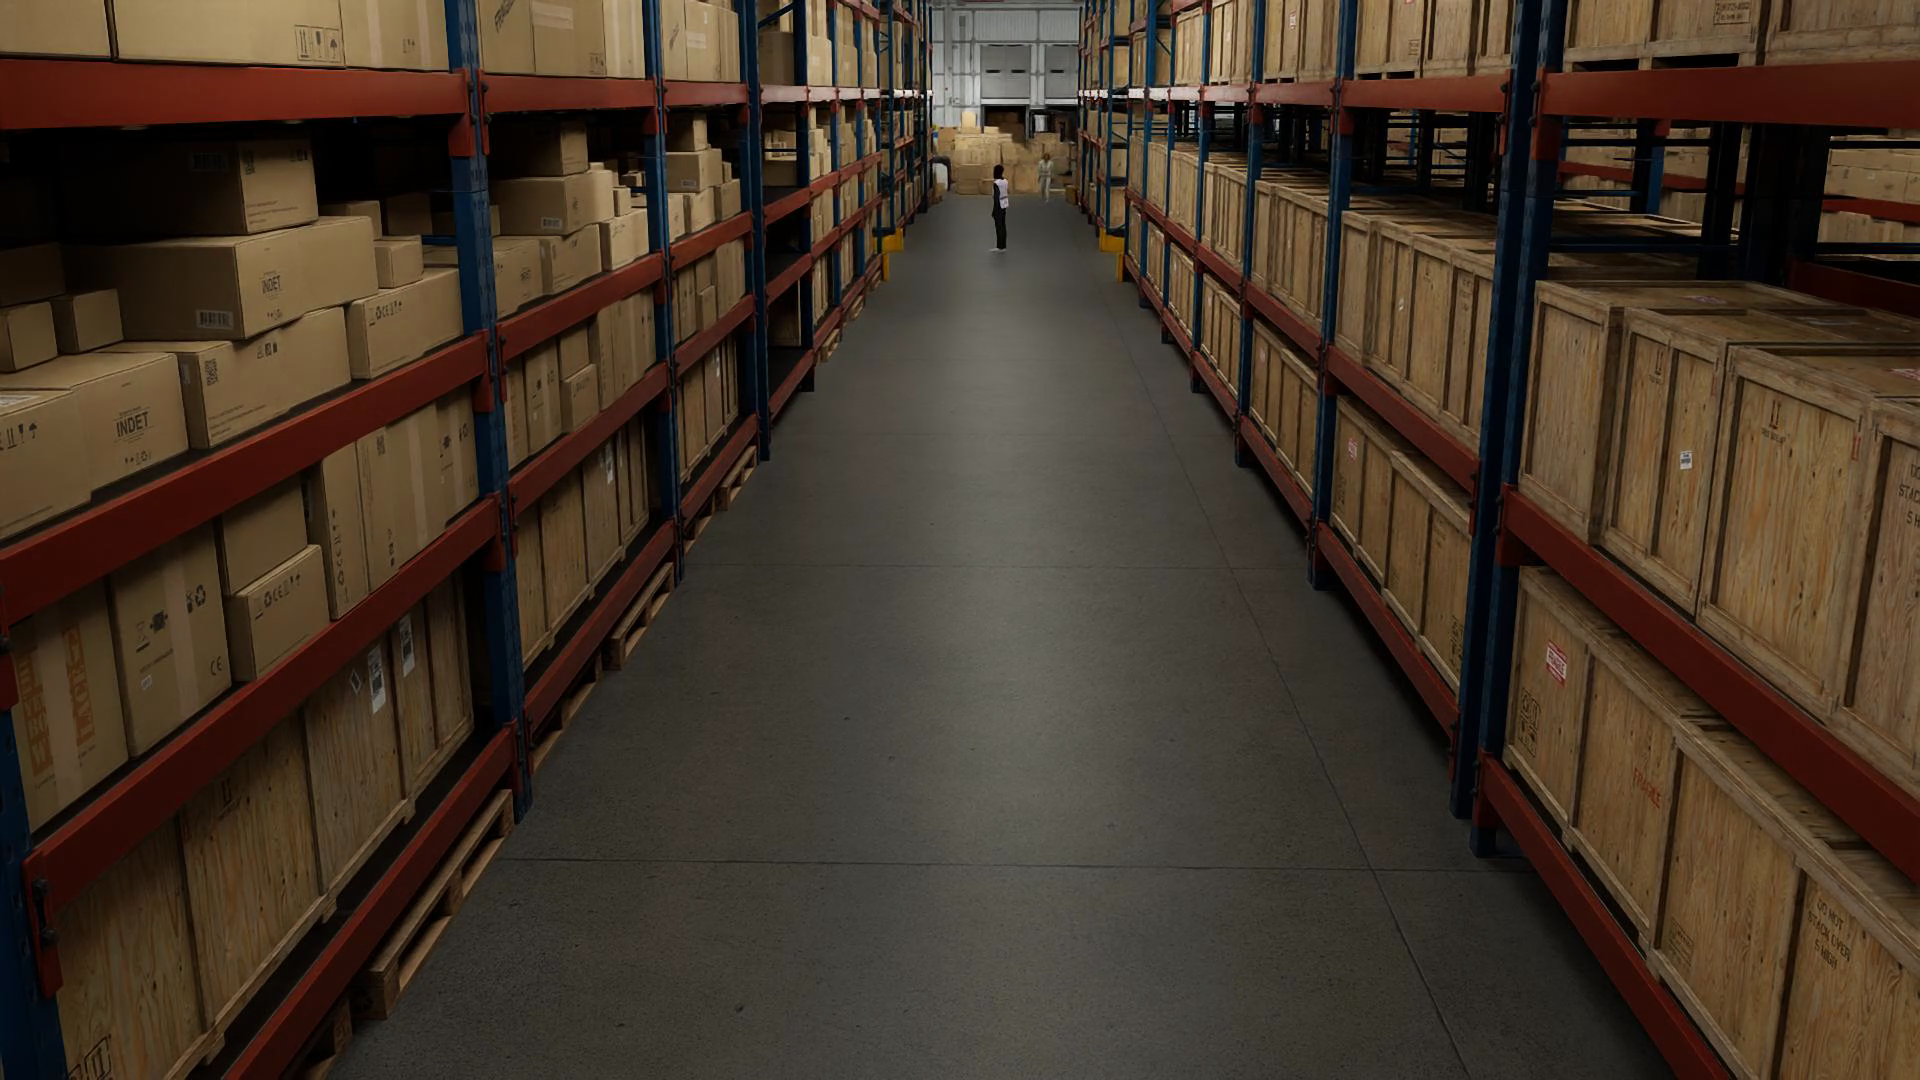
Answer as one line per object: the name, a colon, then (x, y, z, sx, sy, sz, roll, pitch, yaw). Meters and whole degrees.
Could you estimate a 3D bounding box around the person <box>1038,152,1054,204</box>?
person: (2.744, -11.581, 53.247, 0.539, 1.623, 0.362, 3, 15, 10)

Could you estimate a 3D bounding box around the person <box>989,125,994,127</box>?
person: (1.556, -19.415, 81.817, 0.372, 1.940, 0.631, -1, 15, -4)

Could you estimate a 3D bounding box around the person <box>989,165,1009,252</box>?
person: (0.887, -7.414, 37.198, 0.392, 1.922, 0.593, 6, 16, 20)

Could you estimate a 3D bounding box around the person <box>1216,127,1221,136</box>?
person: (12.125, -18.525, 78.600, 0.968, 1.881, 0.557, 0, 15, 0)

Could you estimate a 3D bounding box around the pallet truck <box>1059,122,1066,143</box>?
pallet truck: (5.788, -21.111, 88.014, 1.885, 1.965, 0.823, 5, 16, 18)

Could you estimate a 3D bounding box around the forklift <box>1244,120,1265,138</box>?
forklift: (11.105, -14.738, 62.627, 1.129, 2.768, 1.873, 0, 15, 2)

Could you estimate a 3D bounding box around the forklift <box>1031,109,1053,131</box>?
forklift: (3.409, -16.577, 69.470, 1.129, 2.768, 1.873, 0, 15, 2)
